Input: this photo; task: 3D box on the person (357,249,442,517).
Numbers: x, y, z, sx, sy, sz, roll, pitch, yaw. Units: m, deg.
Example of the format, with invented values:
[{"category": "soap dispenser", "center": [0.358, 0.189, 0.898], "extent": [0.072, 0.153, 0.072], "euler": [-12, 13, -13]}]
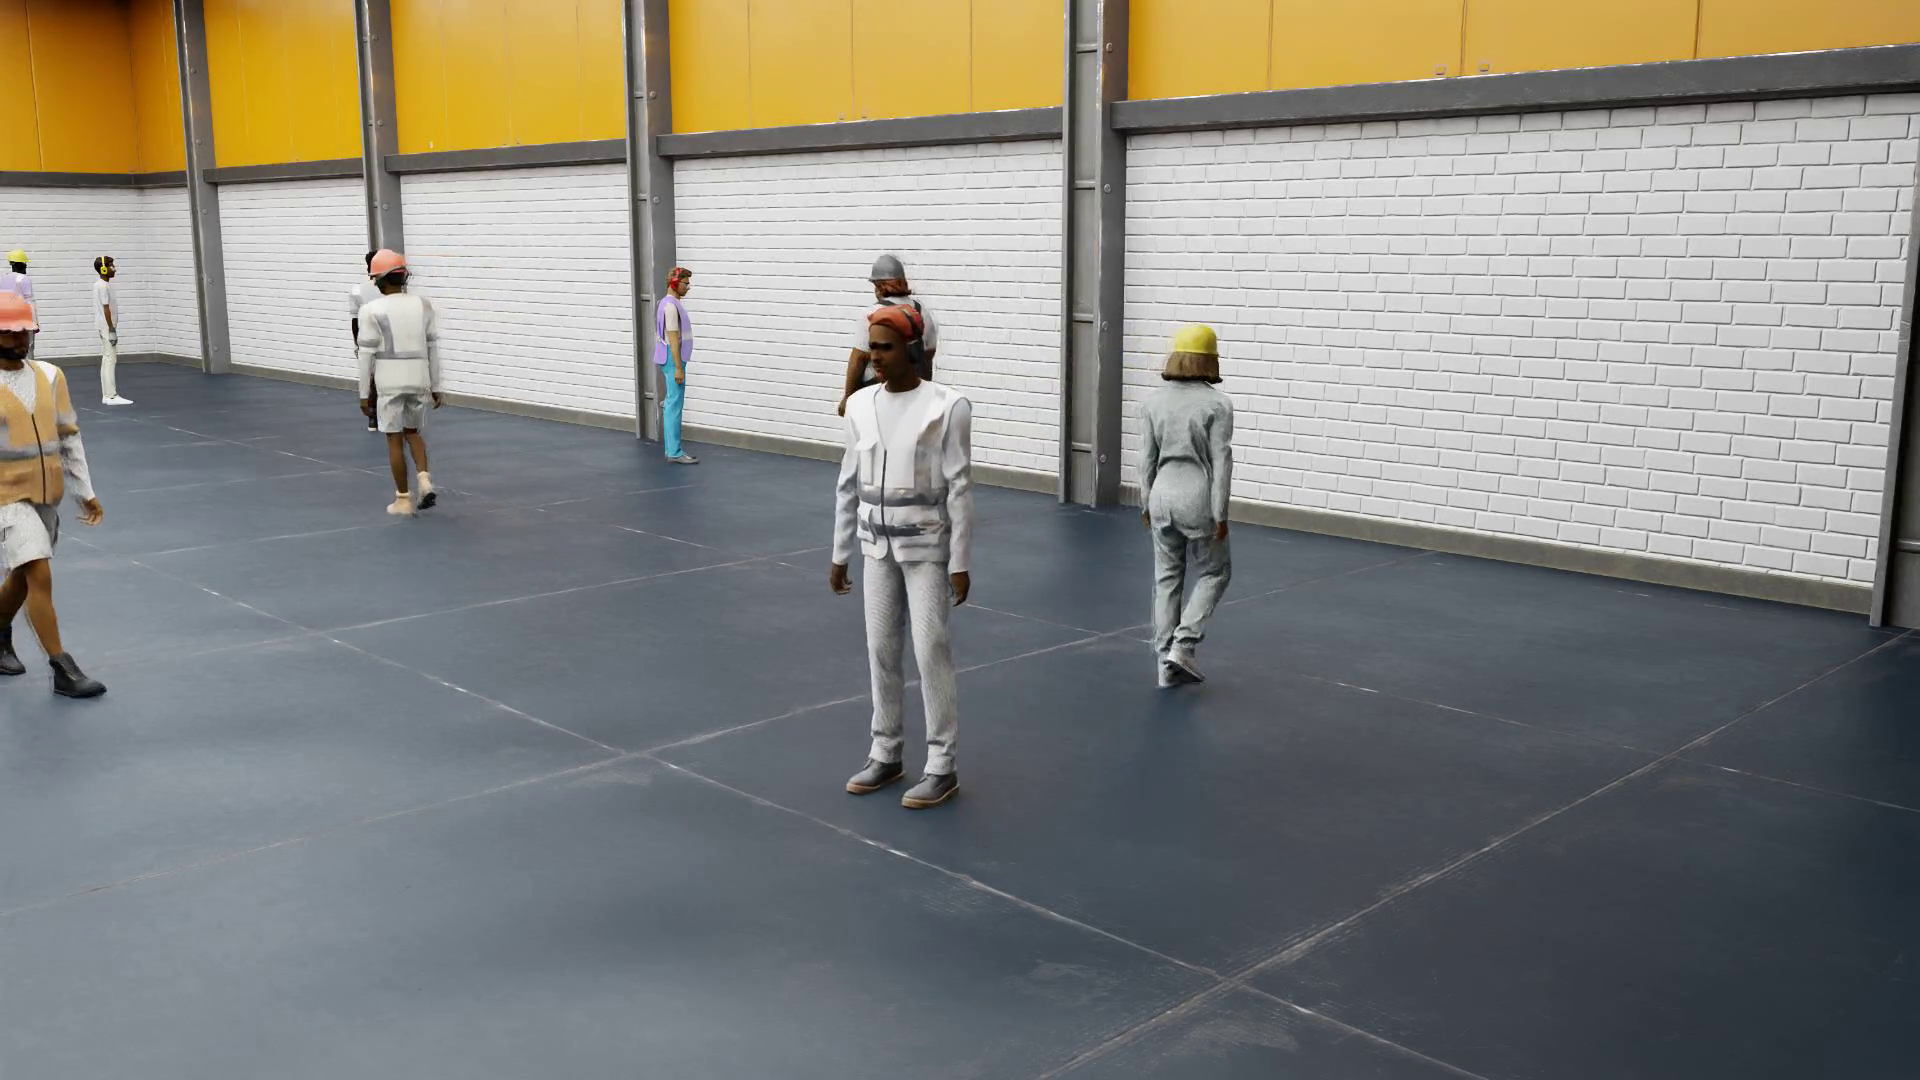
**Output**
[{"category": "person", "center": [-4.255, -1.174, 12.589], "extent": [0.422, 2.024, 0.627], "euler": [10, 14, 43]}]

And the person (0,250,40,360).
[{"category": "person", "center": [-13.210, -3.114, 23.430], "extent": [0.594, 1.926, 0.366], "euler": [4, 11, 22]}]

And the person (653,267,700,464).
[{"category": "person", "center": [-2.675, -1.630, 15.586], "extent": [0.390, 1.838, 0.563], "euler": [-2, 11, -13]}]

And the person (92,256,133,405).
[{"category": "person", "center": [-10.749, -2.644, 21.028], "extent": [0.329, 1.873, 0.515], "euler": [-7, 13, -35]}]

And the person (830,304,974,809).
[{"category": "person", "center": [-0.223, 0.053, 6.293], "extent": [0.596, 1.880, 0.386], "euler": [7, 12, 33]}]

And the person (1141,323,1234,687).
[{"category": "person", "center": [1.073, -0.155, 7.842], "extent": [0.502, 1.722, 0.377], "euler": [8, 13, 36]}]

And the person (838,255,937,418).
[{"category": "person", "center": [-0.553, -1.121, 12.256], "extent": [1.015, 2.000, 0.694], "euler": [9, 14, 40]}]

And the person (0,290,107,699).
[{"category": "person", "center": [-4.437, -0.228, 7.824], "extent": [1.000, 1.896, 0.547], "euler": [4, 11, 23]}]

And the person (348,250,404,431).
[{"category": "person", "center": [-6.330, -2.168, 18.171], "extent": [0.604, 1.966, 0.367], "euler": [-2, 11, -11]}]
